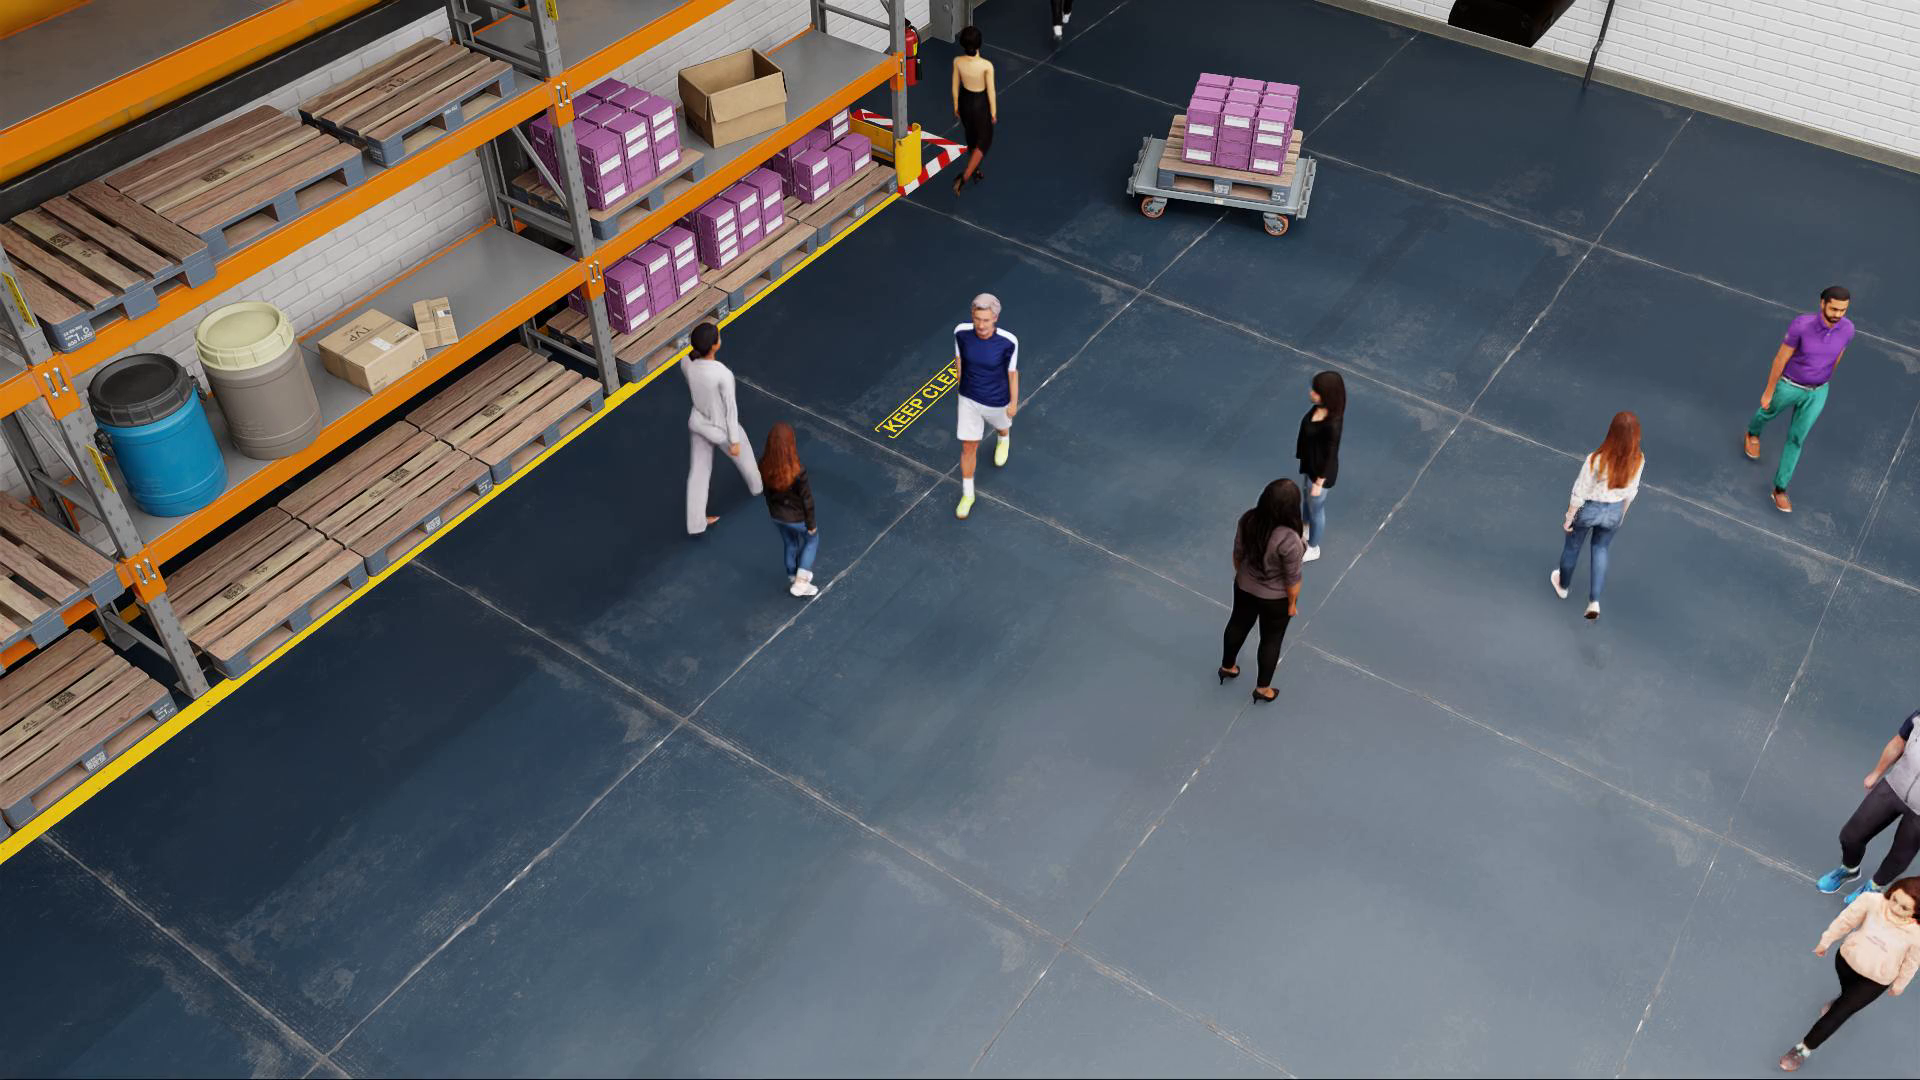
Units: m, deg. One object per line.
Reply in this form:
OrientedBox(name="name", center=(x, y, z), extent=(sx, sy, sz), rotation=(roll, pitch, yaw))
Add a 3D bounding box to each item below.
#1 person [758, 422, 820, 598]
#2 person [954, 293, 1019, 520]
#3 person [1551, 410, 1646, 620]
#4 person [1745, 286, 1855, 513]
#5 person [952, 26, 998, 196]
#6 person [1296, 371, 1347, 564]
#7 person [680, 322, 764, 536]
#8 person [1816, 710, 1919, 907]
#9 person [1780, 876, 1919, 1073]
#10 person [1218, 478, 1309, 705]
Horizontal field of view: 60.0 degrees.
OrientedBox(name="person", center=(-1.200, -0.143, 11.414), extent=(0.618, 1.469, 0.603), rotation=(22, 48, 21))
OrientedBox(name="person", center=(0.211, -1.112, 12.195), extent=(0.938, 1.794, 1.274), rotation=(9, 44, 9))
OrientedBox(name="person", center=(4.328, -0.132, 11.221), extent=(0.864, 1.718, 0.990), rotation=(1, 44, 1))
OrientedBox(name="person", center=(6.172, -1.180, 12.323), extent=(1.029, 1.716, 1.298), rotation=(5, 44, 5))
OrientedBox(name="person", center=(0.114, -3.883, 15.219), extent=(0.656, 1.636, 0.919), rotation=(18, 47, 18))
OrientedBox(name="person", center=(2.526, -0.535, 11.702), extent=(0.710, 1.639, 0.633), rotation=(-3, 44, -3))
OrientedBox(name="person", center=(-1.811, -0.760, 11.901), extent=(0.669, 1.691, 1.107), rotation=(24, 49, 23))
OrientedBox(name="person", center=(5.485, 1.466, 9.474), extent=(0.792, 1.815, 0.817), rotation=(-24, 48, -23))
OrientedBox(name="person", center=(4.895, 2.244, 8.925), extent=(1.044, 1.446, 0.822), rotation=(-24, 49, -23))
OrientedBox(name="person", center=(1.941, 0.329, 10.648), extent=(0.656, 1.842, 0.698), rotation=(-34, 53, -30))
